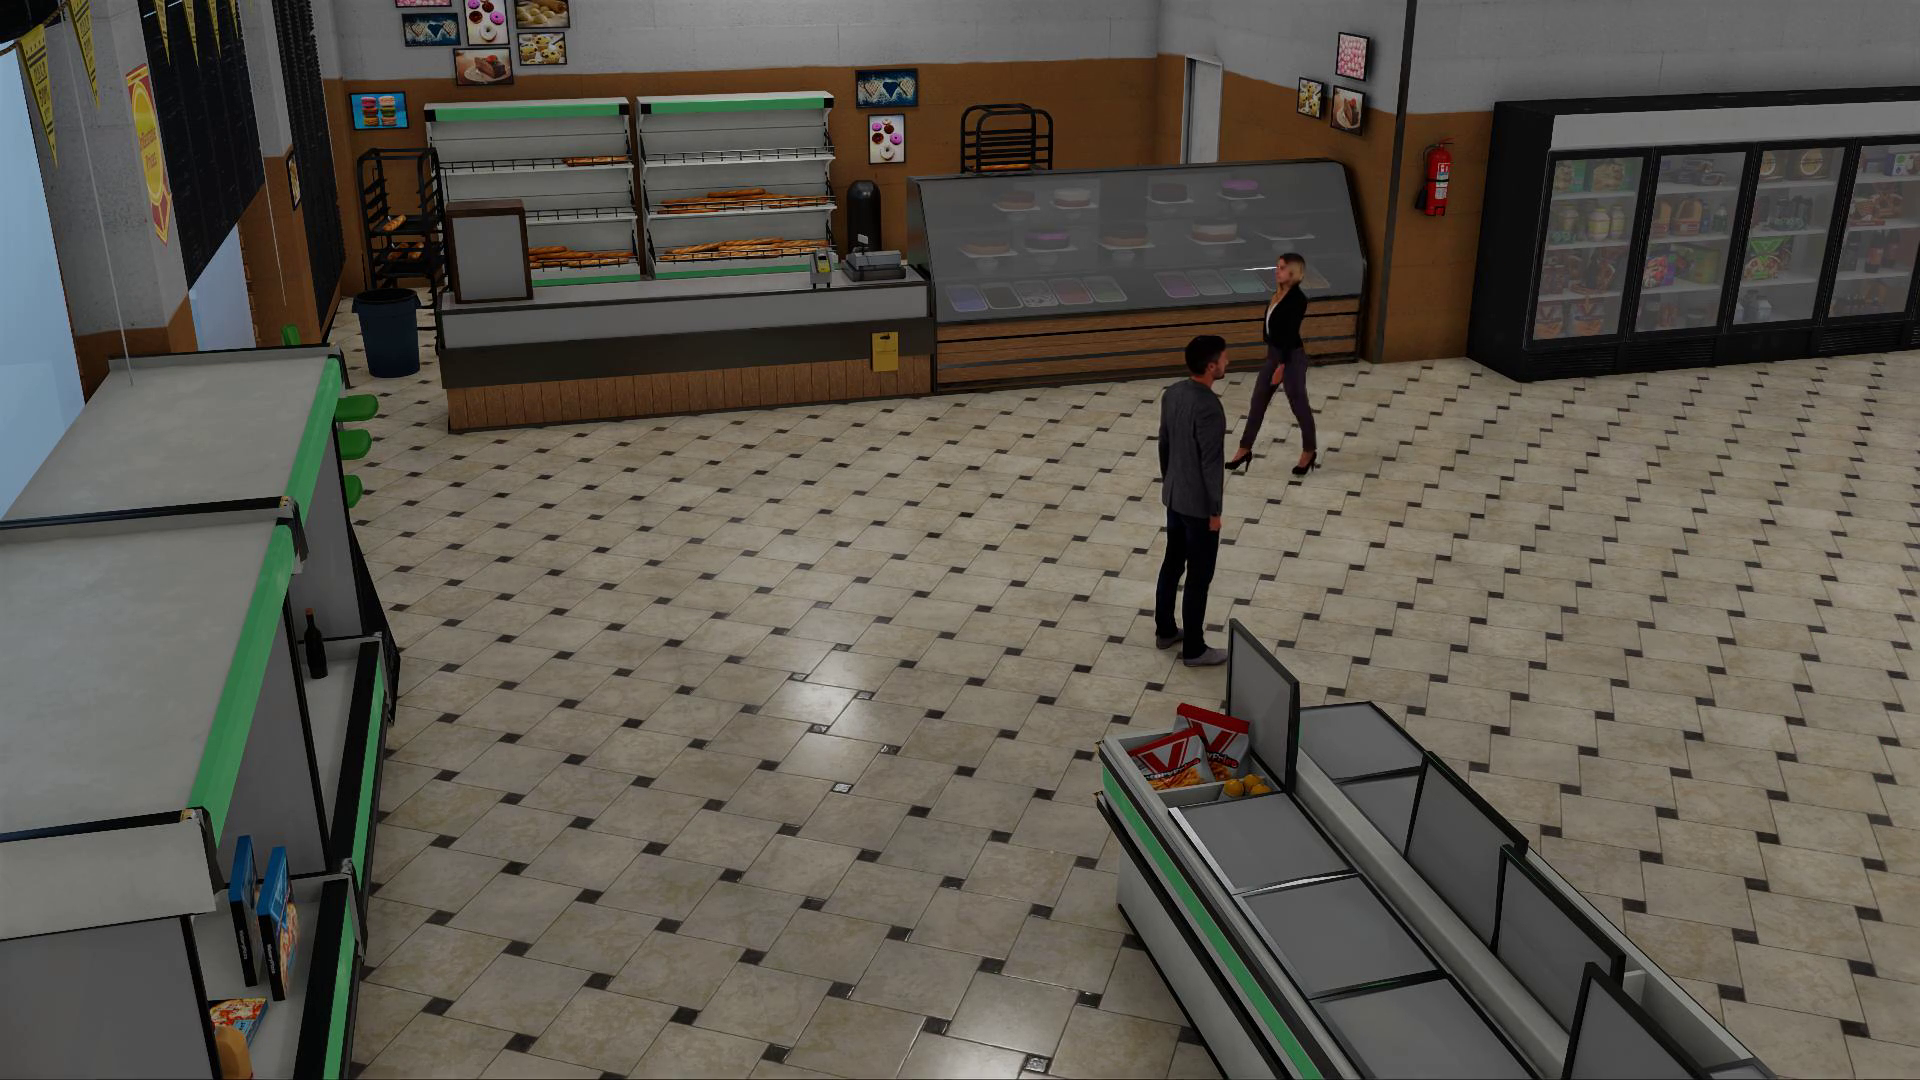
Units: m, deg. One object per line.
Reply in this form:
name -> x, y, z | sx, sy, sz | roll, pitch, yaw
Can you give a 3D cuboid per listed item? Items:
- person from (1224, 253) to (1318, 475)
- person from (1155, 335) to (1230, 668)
person -> 2.451, -1.245, 12.064 | 0.691, 1.642, 0.880 | -8, 23, -18
person -> 1.298, -0.226, 9.220 | 0.789, 1.871, 0.583 | -10, 24, -23
